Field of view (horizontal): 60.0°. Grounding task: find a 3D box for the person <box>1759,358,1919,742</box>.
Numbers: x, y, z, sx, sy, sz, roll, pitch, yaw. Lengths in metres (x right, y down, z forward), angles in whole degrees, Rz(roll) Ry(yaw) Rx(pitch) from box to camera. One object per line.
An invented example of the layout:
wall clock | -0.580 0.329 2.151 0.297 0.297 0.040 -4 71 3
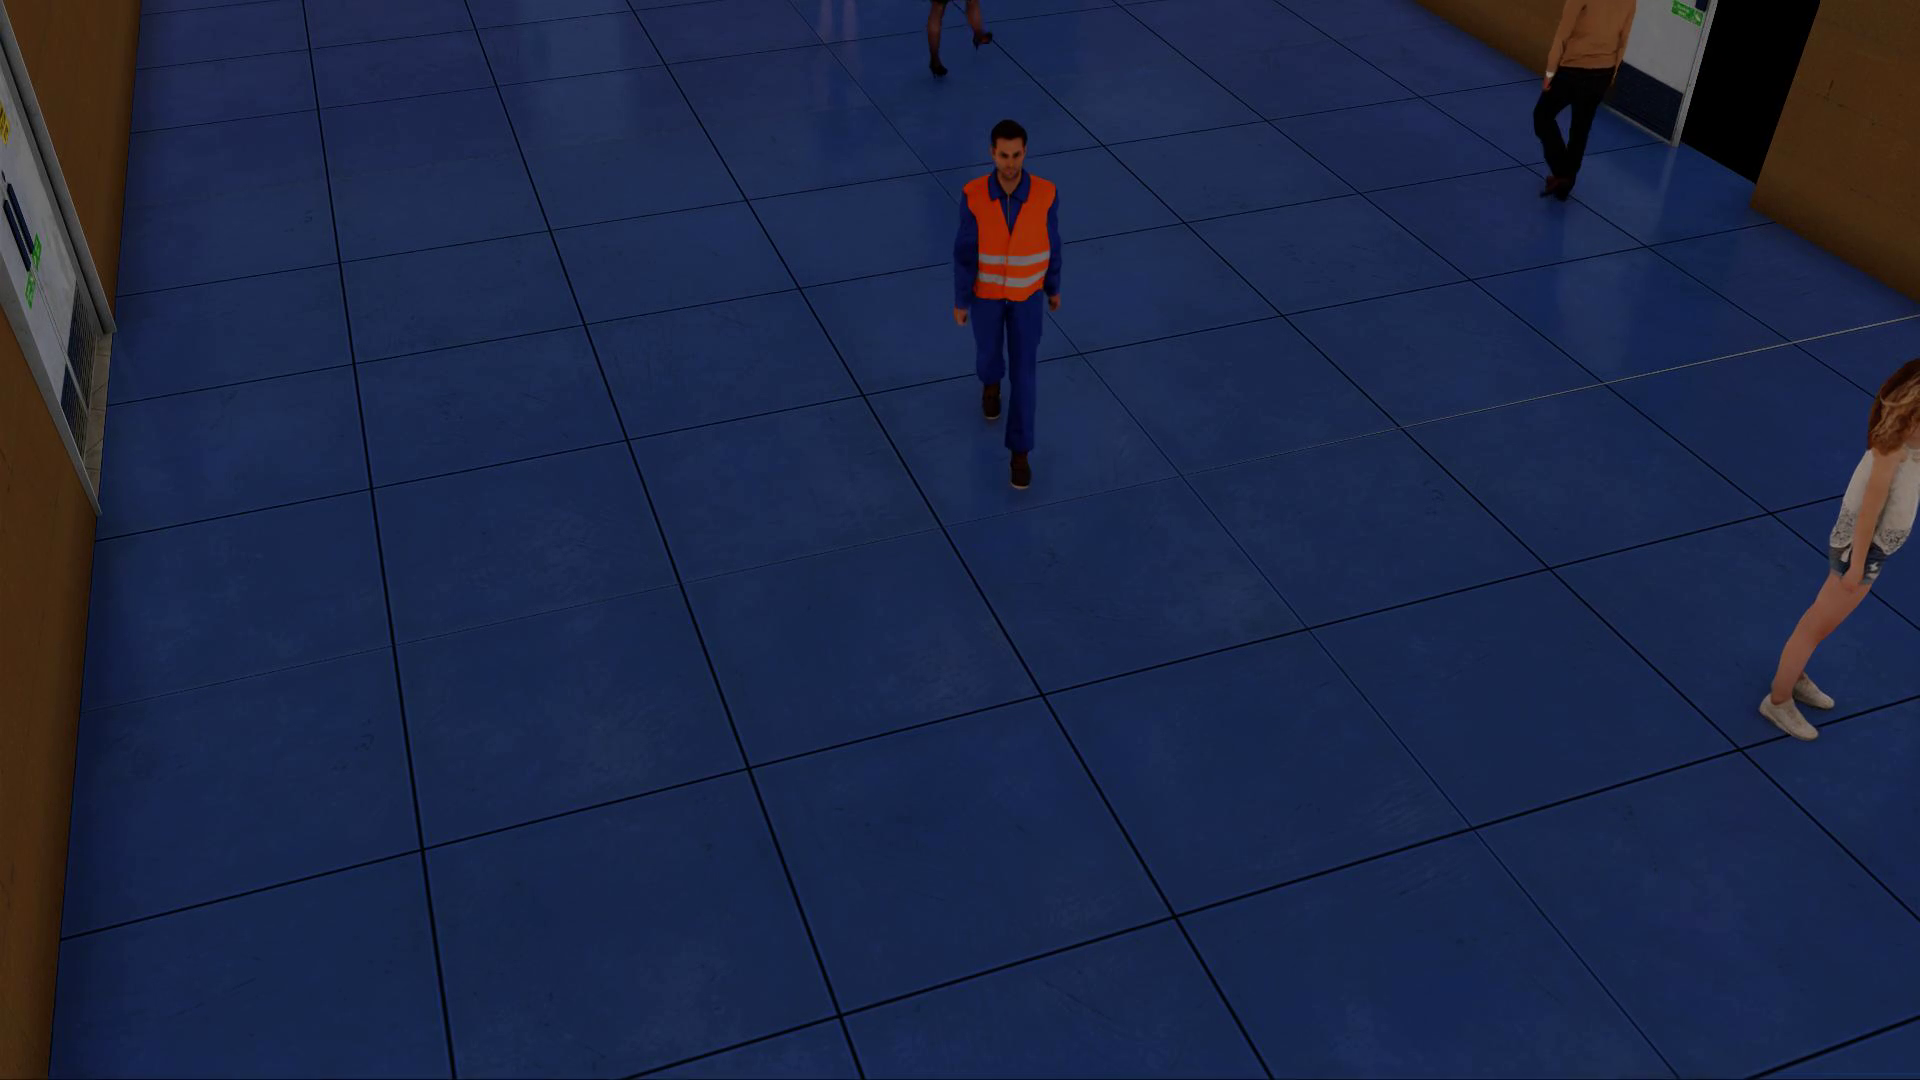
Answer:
person | 3.641 0.028 6.761 0.715 1.759 0.605 26 44 31

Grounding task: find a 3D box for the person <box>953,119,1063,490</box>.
person | 0.222 -1.274 8.447 1.267 1.819 1.042 -1 37 -1

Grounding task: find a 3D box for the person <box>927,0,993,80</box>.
person | -0.119 -4.333 12.634 0.987 1.668 1.116 21 42 25

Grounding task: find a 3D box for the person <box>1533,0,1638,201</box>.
person | 4.072 -3.001 10.809 0.740 1.745 0.804 -6 37 -8
